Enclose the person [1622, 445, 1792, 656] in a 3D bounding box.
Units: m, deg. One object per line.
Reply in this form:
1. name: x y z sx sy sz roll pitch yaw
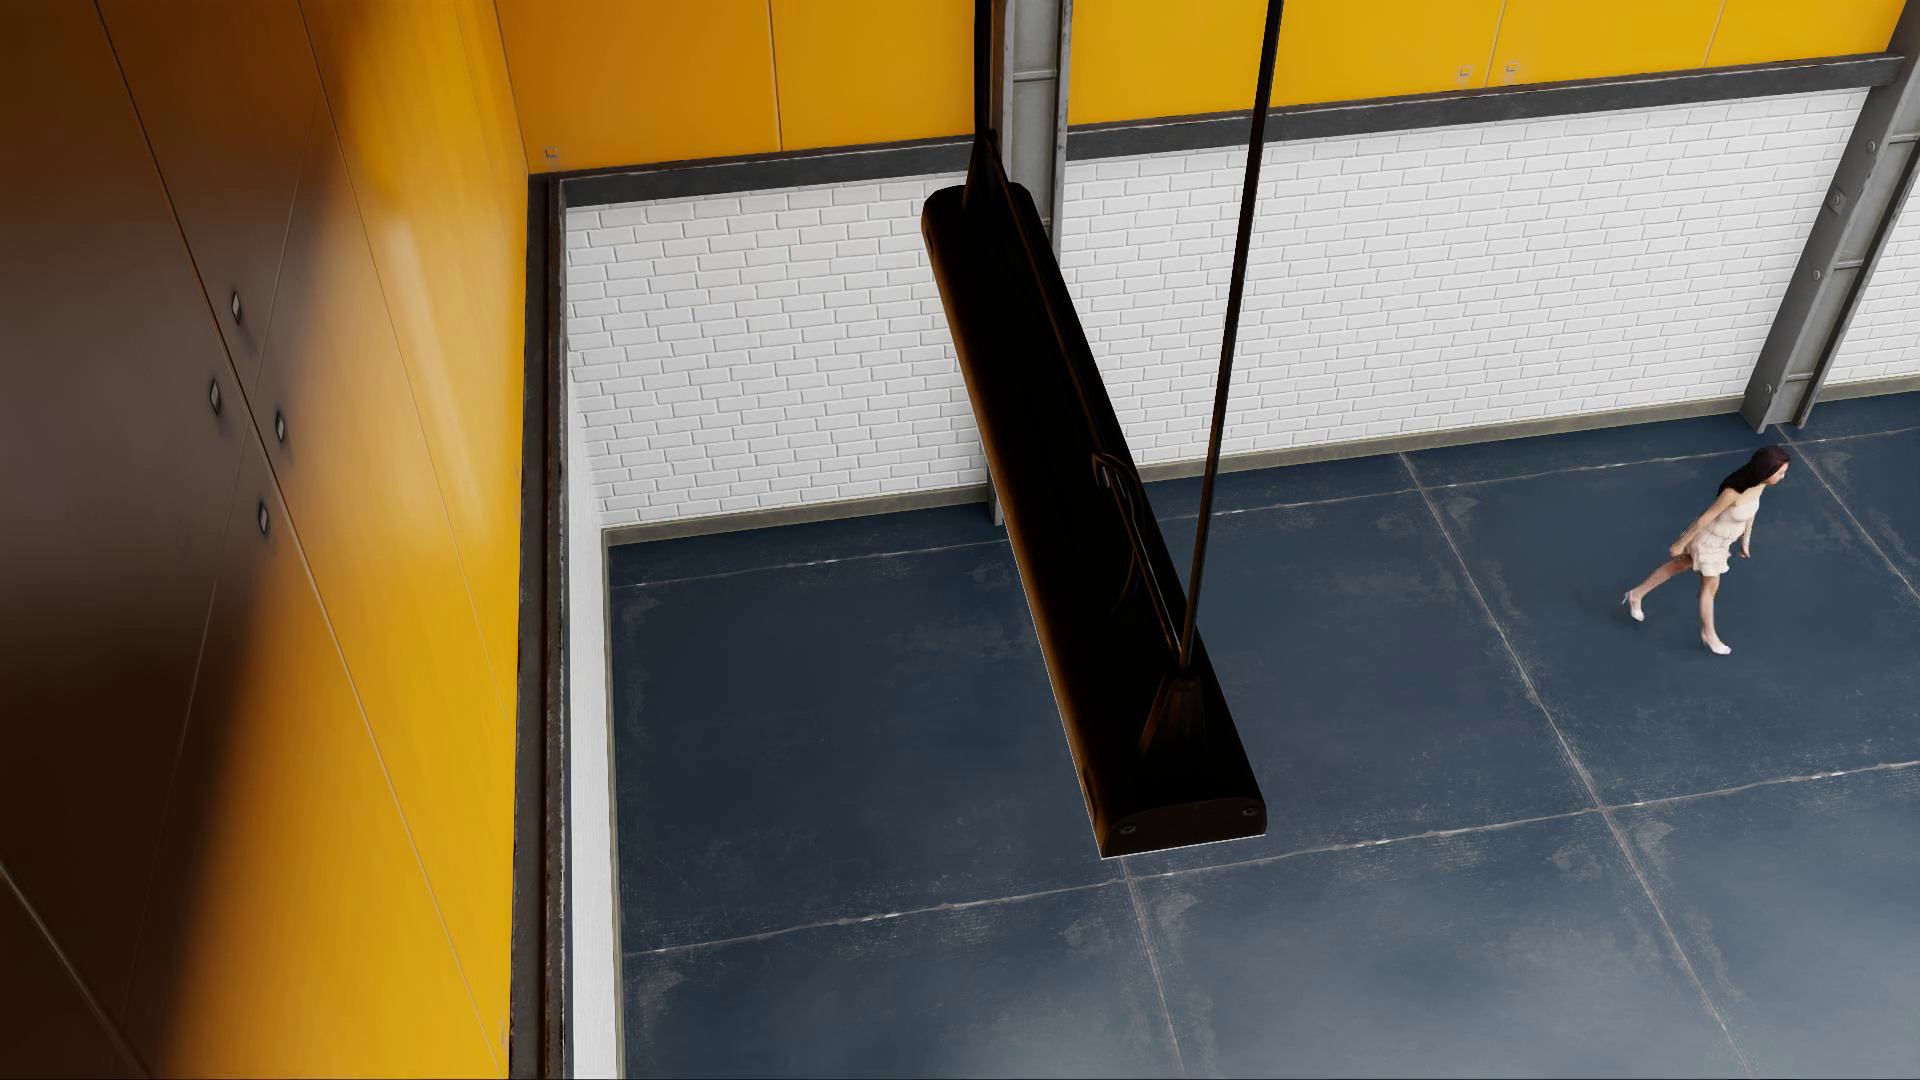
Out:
1. person: 4.754 -0.010 10.781 1.004 1.666 0.961 -25 49 -24
